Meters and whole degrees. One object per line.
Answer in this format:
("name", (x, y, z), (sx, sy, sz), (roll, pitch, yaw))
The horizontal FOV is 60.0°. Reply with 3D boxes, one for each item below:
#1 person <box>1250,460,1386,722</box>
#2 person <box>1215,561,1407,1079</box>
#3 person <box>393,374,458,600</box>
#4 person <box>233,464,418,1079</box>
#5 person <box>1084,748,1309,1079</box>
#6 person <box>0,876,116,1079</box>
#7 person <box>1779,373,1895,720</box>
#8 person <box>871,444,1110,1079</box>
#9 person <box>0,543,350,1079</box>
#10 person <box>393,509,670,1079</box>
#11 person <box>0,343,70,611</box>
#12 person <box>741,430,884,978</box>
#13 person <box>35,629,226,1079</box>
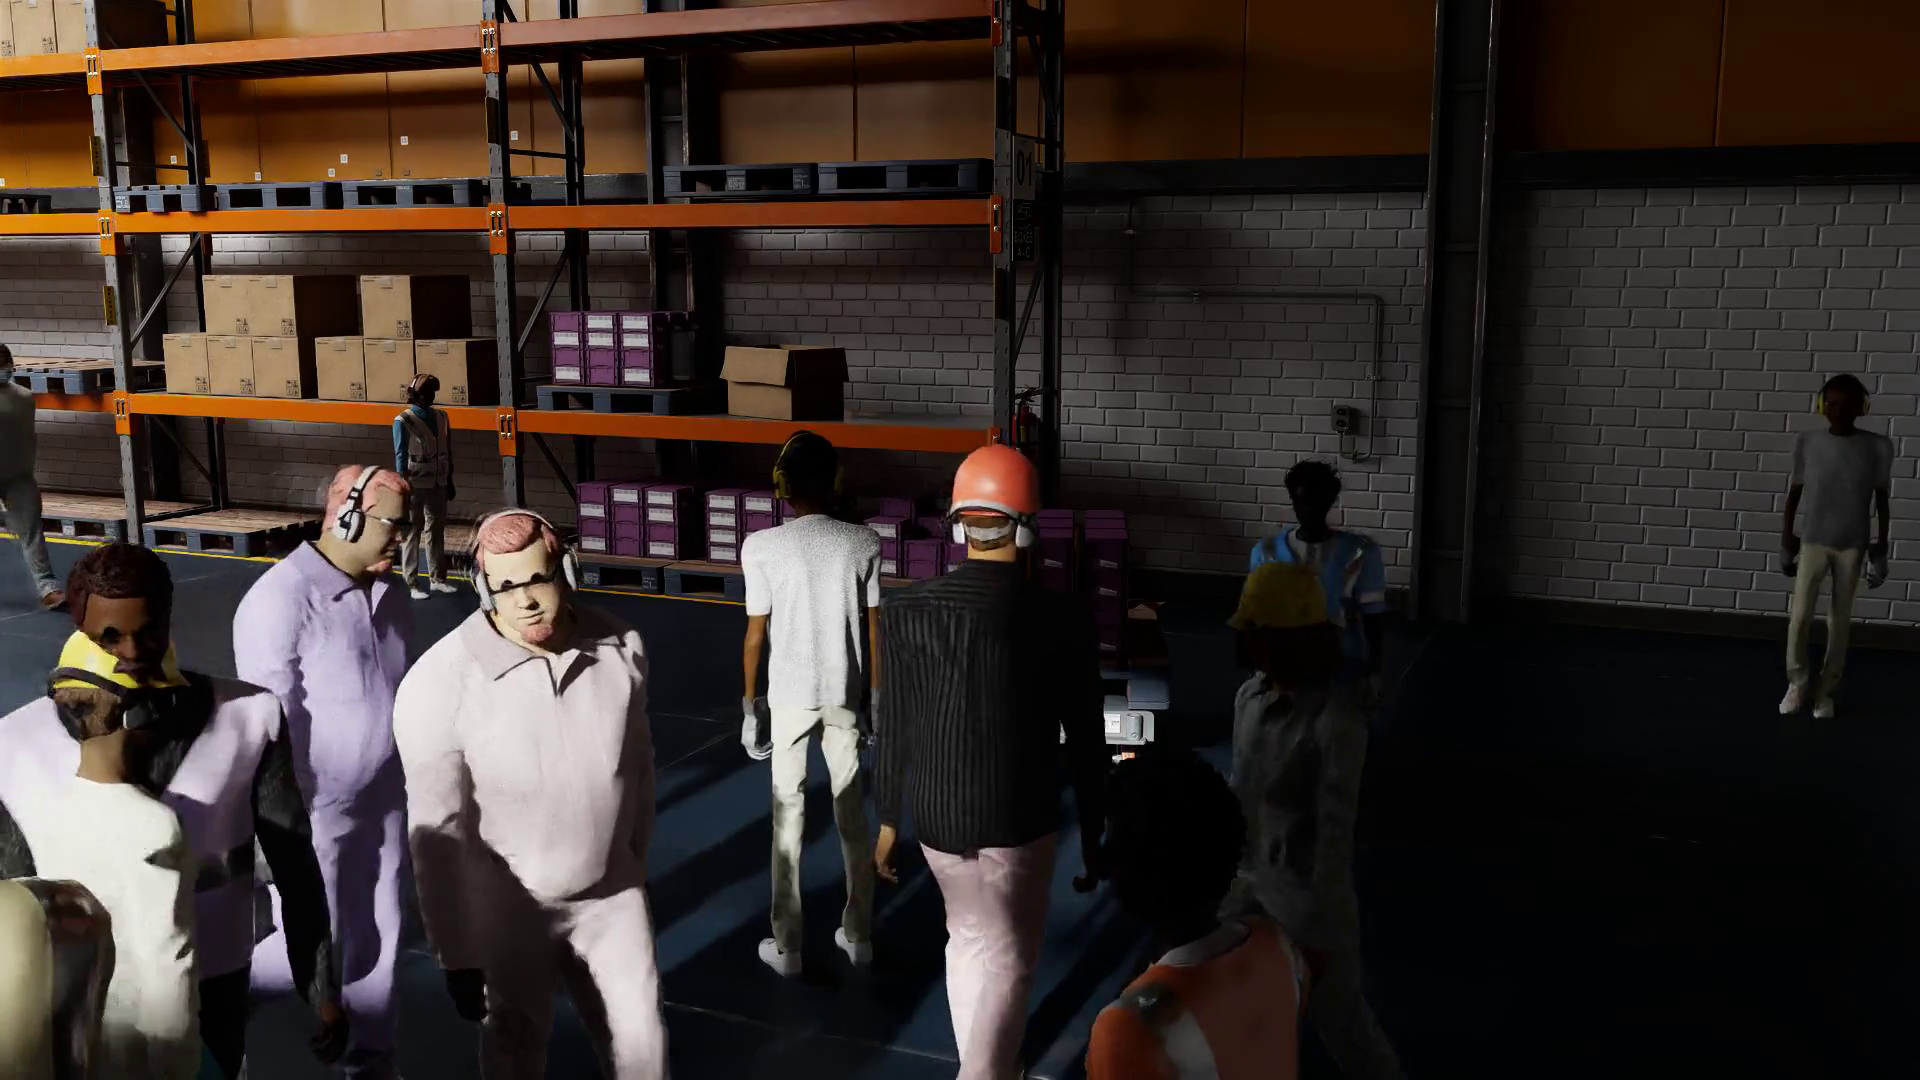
("person", (1.419, 0.494, 6.659), (0.534, 1.662, 0.842), (2, 10, 12))
("person", (0.862, 0.885, 4.186), (0.886, 1.699, 0.506), (-5, 11, -28))
("person", (-3.868, -0.387, 12.022), (0.322, 1.628, 0.508), (5, 11, 26))
("person", (-1.817, 0.716, 4.694), (0.660, 1.876, 0.696), (4, 10, 21))
("person", (0.367, 1.165, 2.617), (0.407, 1.666, 0.560), (8, 13, 41))
("person", (-1.610, 1.121, 2.585), (0.927, 1.765, 0.574), (7, 12, 35))
("person", (4.610, 0.051, 8.758), (0.515, 1.852, 0.496), (5, 11, 28))
("person", (0.057, 0.734, 4.349), (0.634, 1.964, 0.941), (3, 10, 20))
("person", (-1.590, 0.935, 3.371), (0.613, 1.865, 0.990), (-7, 12, -38))
("person", (-0.900, 0.862, 3.824), (0.659, 1.865, 0.869), (-8, 12, -39))
("person", (-6.662, -0.433, 11.567), (1.071, 1.885, 0.635), (6, 11, 30))
("person", (-0.495, 0.559, 5.674), (0.514, 1.861, 0.316), (-4, 10, -21))
("person", (-1.678, 1.009, 3.335), (0.547, 1.738, 0.565), (5, 11, 29))
